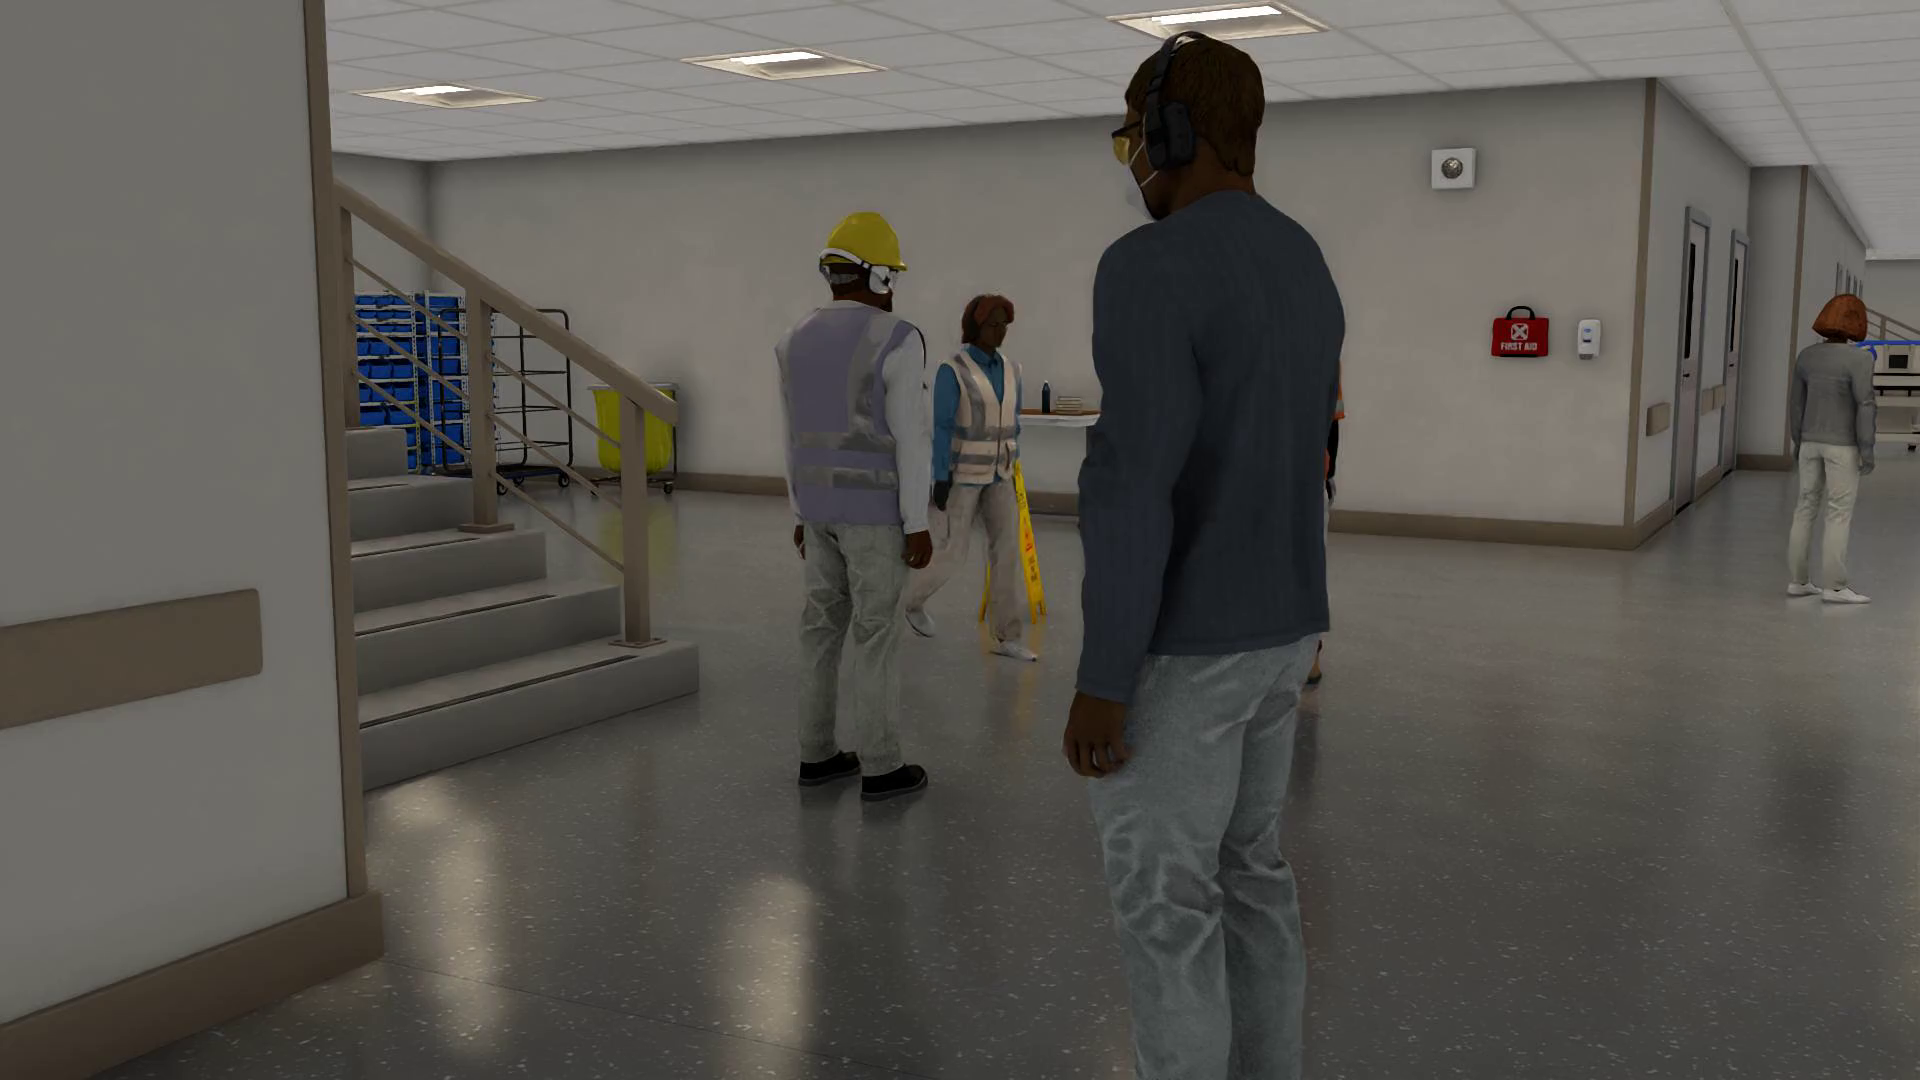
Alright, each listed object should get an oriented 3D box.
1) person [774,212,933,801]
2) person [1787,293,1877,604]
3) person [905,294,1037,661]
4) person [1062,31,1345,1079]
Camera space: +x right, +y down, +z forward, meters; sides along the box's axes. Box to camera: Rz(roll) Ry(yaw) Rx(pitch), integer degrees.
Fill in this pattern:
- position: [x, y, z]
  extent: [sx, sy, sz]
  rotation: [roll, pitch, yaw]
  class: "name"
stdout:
- position: [-0.315, -0.104, 5.211]
  extent: [0.585, 1.824, 0.405]
  rotation: [7, 10, 42]
  class: "person"
- position: [4.622, -0.481, 8.808]
  extent: [0.267, 1.632, 0.509]
  rotation: [-2, 8, -18]
  class: "person"
- position: [0.017, -0.283, 7.384]
  extent: [0.698, 1.610, 0.551]
  rotation: [7, 10, 44]
  class: "person"
- position: [0.389, 0.175, 2.655]
  extent: [0.381, 1.928, 0.635]
  rotation: [5, 9, 35]
  class: "person"
